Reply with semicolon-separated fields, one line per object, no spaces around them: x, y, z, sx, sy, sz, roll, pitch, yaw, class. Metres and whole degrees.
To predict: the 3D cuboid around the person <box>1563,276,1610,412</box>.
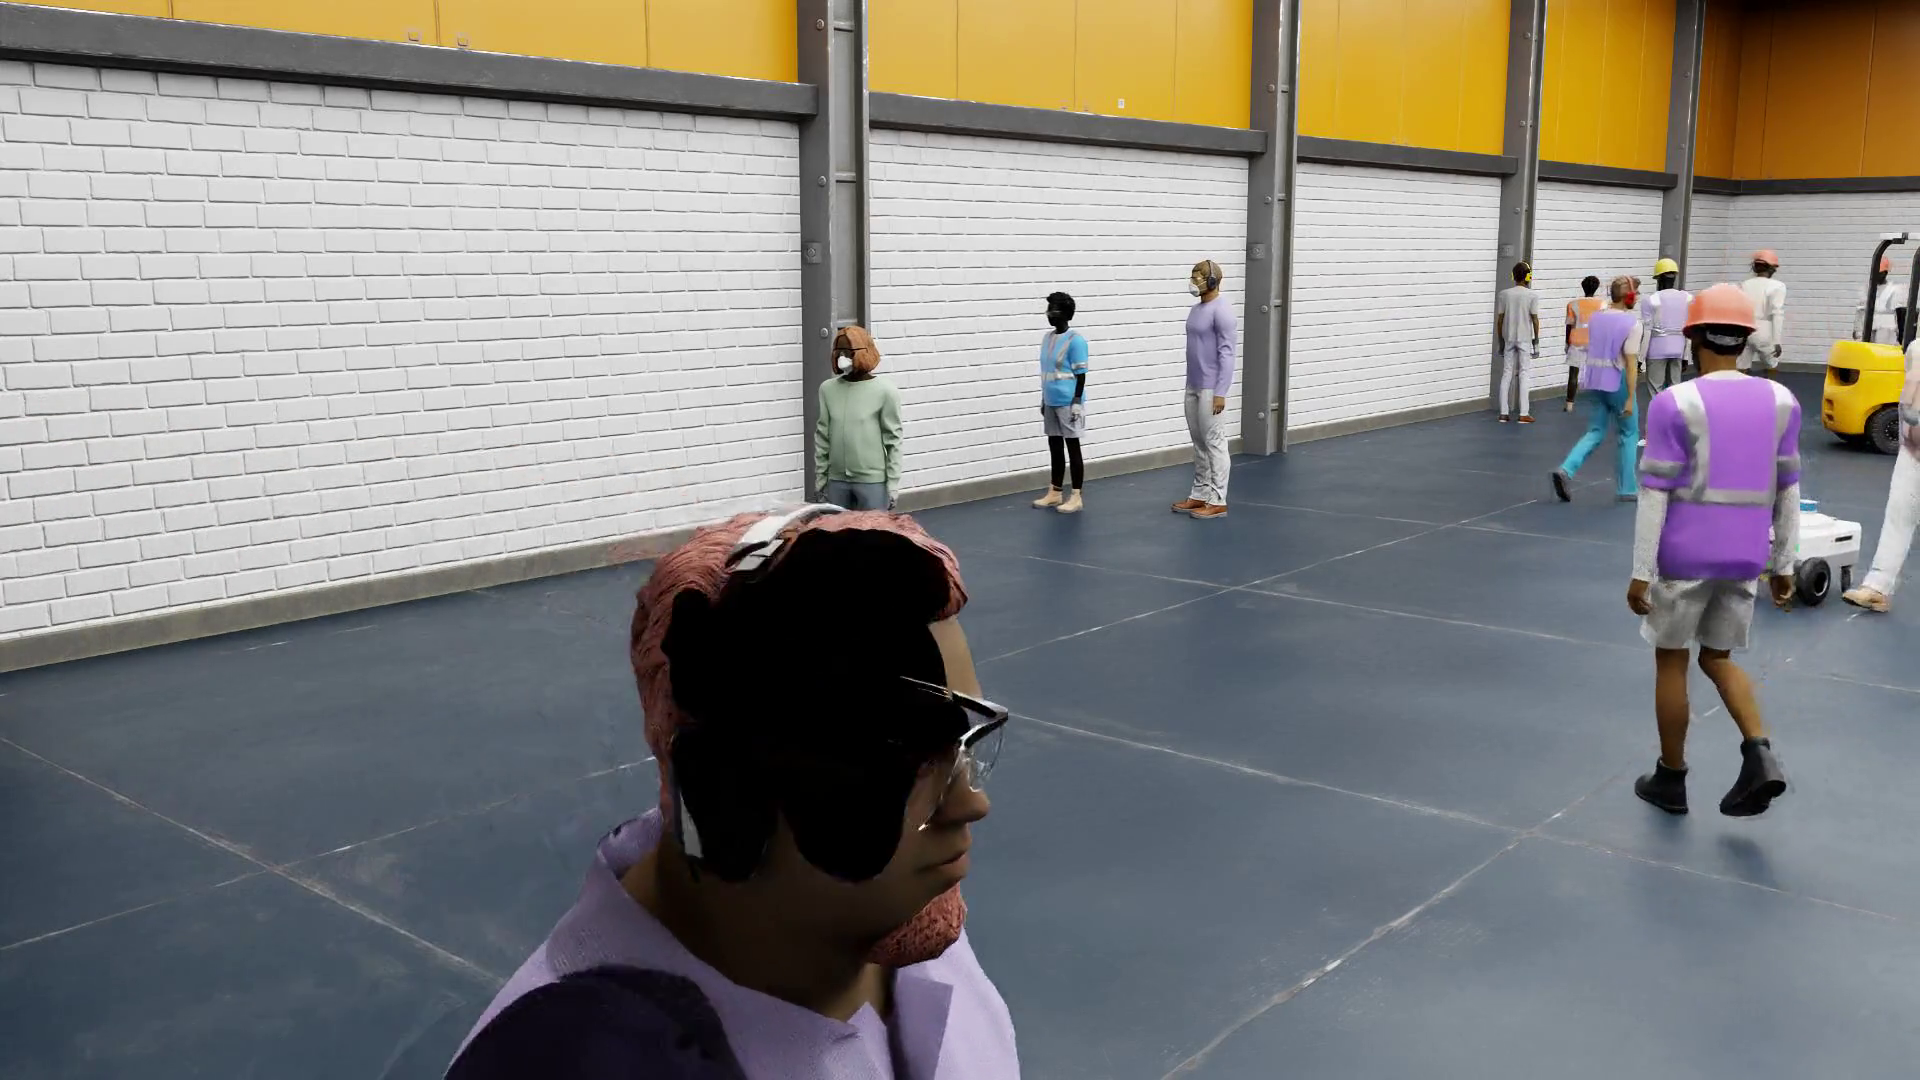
7.746;-2.416;20.574;0.529;1.690;0.321;2;10;13;person

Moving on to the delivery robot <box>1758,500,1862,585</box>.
4.930;0.010;9.711;0.707;0.478;0.477;-7;12;-32;delivery robot

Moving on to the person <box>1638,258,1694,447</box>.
7.141;-1.889;16.900;0.586;1.921;0.379;-2;10;-9;person

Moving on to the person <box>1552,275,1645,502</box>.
5.146;-1.186;13.203;0.794;1.818;0.574;-4;11;-23;person

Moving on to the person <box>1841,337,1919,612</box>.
5.292;-0.466;9.098;0.848;1.811;0.654;-4;11;-24;person

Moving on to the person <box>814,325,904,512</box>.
-0.534;-0.290;8.614;0.509;1.632;0.268;5;11;27;person

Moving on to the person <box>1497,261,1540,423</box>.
6.502;-2.294;19.349;0.512;1.872;0.328;8;13;40;person

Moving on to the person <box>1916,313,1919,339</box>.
7.501;-1.156;12.518;0.394;1.992;0.622;-6;12;-32;person

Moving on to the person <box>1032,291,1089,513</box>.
0.786;-1.058;12.805;0.321;1.696;0.536;-6;12;-30;person

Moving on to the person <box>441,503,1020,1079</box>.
-0.066;0.902;1.183;0.984;1.852;0.670;5;11;27;person

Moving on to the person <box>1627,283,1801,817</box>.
2.654;0.064;5.814;0.573;1.909;0.595;-2;10;-10;person

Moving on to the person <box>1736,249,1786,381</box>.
9.088;-2.285;18.902;0.724;2.009;0.693;-6;12;-32;person

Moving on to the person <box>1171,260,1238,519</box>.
1.857;-1.135;12.554;0.361;1.938;0.635;-3;10;-16;person

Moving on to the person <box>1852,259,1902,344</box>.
12.978;-3.022;23.521;1.013;1.880;0.568;-8;13;-39;person

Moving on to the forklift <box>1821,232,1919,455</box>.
9.955;-1.972;16.595;2.313;2.155;1.214;1;10;8;forklift
